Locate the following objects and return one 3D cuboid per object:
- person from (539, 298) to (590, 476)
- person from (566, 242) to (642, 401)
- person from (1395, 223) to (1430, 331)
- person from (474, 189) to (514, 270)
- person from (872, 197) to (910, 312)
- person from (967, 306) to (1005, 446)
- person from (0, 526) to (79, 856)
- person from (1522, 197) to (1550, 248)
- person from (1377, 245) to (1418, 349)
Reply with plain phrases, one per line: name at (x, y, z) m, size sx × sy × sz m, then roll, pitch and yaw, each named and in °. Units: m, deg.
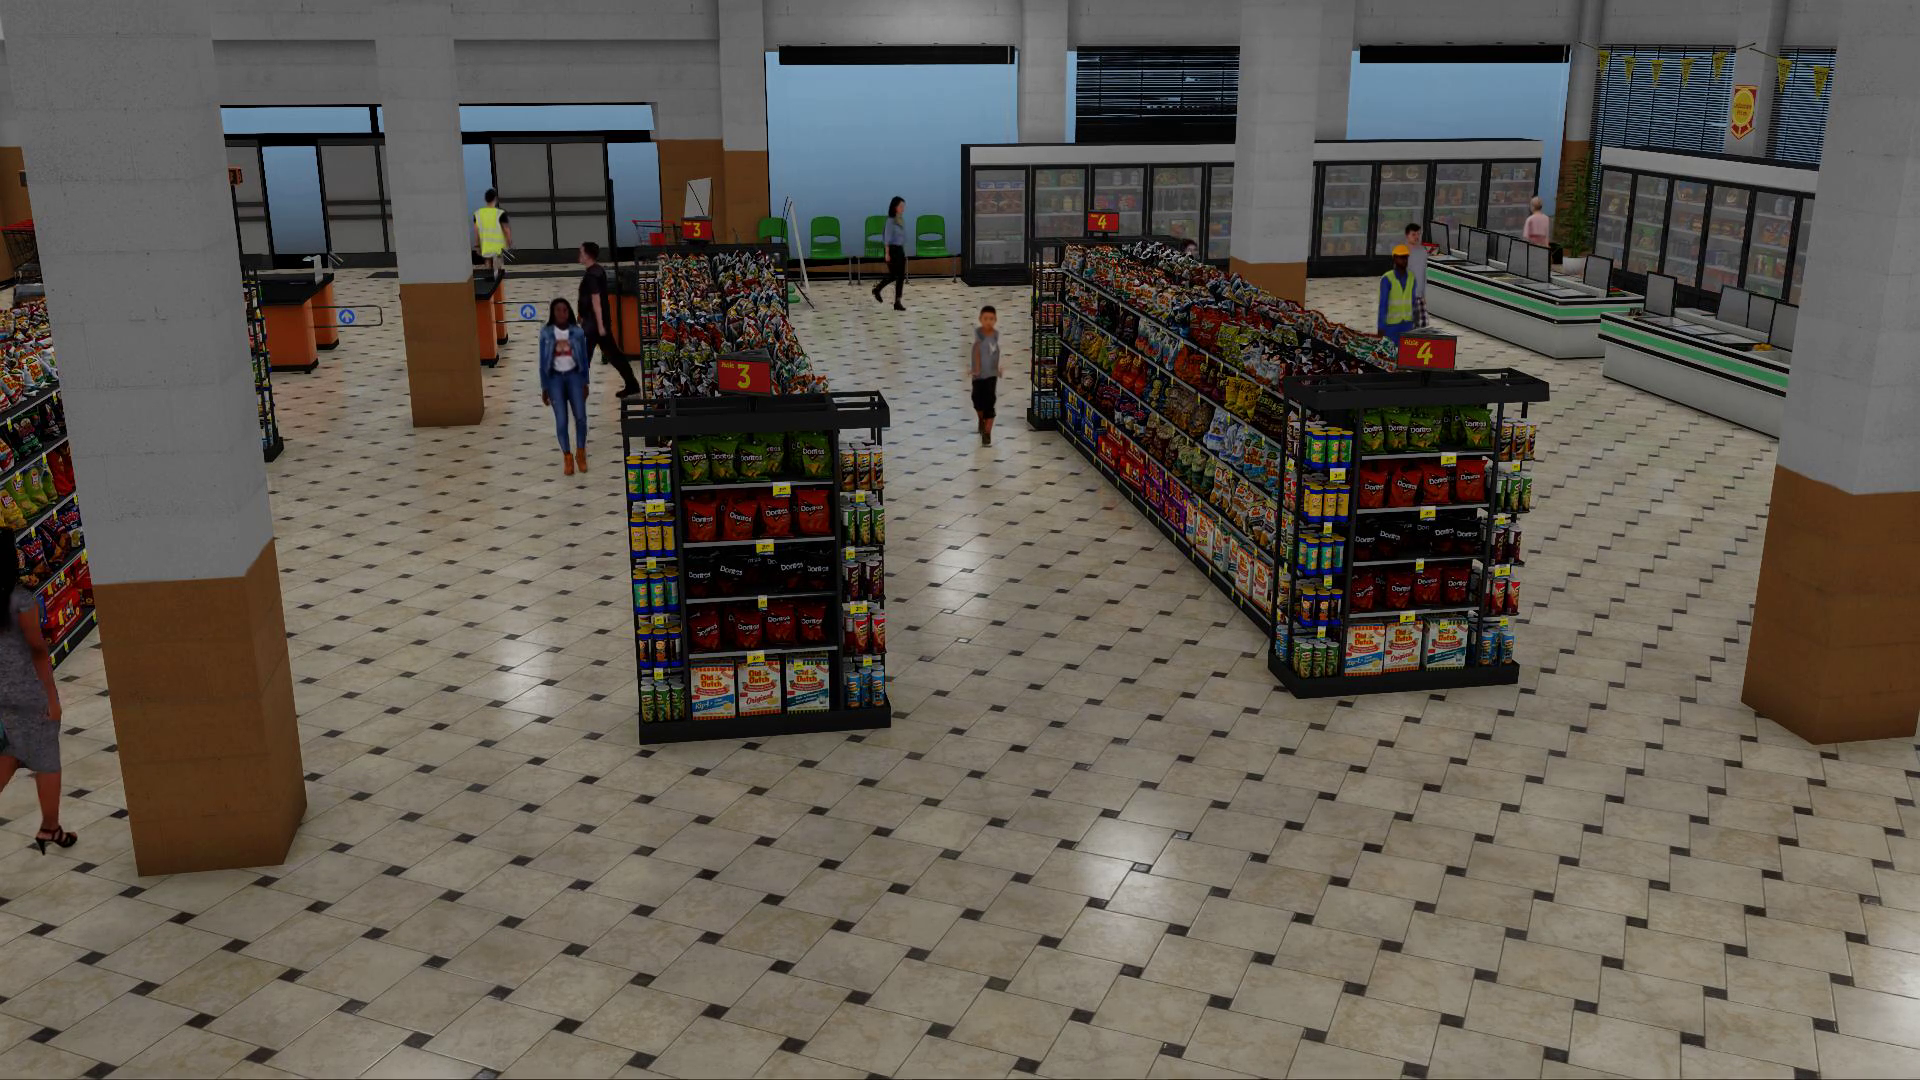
person at (-3.791, -1.479, 15.948) m, size 0.608 × 1.698 × 0.610 m, roll -4°, pitch 17°, yaw -12°
person at (-4.063, -2.468, 19.016) m, size 0.880 × 1.808 × 1.161 m, roll -1°, pitch 17°, yaw -2°
person at (5.602, -3.060, 20.920) m, size 0.668 × 1.833 × 0.690 m, roll -4°, pitch 17°, yaw -14°
person at (-7.143, -4.415, 25.413) m, size 0.881 × 1.816 × 1.071 m, roll 3°, pitch 17°, yaw 9°
person at (-1.058, -4.342, 25.337) m, size 0.998 × 1.720 × 0.929 m, roll 11°, pitch 20°, yaw 31°
person at (0.253, -1.796, 17.464) m, size 0.699 × 1.424 × 1.068 m, roll 1°, pitch 17°, yaw 3°
person at (-4.748, 0.818, 8.266) m, size 0.787 × 1.767 × 0.933 m, roll 5°, pitch 17°, yaw 15°
person at (8.930, -4.435, 25.736) m, size 0.672 × 1.667 × 0.970 m, roll -4°, pitch 17°, yaw -14°
person at (4.950, -2.476, 19.056) m, size 0.801 × 1.800 × 0.964 m, roll -8°, pitch 19°, yaw -24°
